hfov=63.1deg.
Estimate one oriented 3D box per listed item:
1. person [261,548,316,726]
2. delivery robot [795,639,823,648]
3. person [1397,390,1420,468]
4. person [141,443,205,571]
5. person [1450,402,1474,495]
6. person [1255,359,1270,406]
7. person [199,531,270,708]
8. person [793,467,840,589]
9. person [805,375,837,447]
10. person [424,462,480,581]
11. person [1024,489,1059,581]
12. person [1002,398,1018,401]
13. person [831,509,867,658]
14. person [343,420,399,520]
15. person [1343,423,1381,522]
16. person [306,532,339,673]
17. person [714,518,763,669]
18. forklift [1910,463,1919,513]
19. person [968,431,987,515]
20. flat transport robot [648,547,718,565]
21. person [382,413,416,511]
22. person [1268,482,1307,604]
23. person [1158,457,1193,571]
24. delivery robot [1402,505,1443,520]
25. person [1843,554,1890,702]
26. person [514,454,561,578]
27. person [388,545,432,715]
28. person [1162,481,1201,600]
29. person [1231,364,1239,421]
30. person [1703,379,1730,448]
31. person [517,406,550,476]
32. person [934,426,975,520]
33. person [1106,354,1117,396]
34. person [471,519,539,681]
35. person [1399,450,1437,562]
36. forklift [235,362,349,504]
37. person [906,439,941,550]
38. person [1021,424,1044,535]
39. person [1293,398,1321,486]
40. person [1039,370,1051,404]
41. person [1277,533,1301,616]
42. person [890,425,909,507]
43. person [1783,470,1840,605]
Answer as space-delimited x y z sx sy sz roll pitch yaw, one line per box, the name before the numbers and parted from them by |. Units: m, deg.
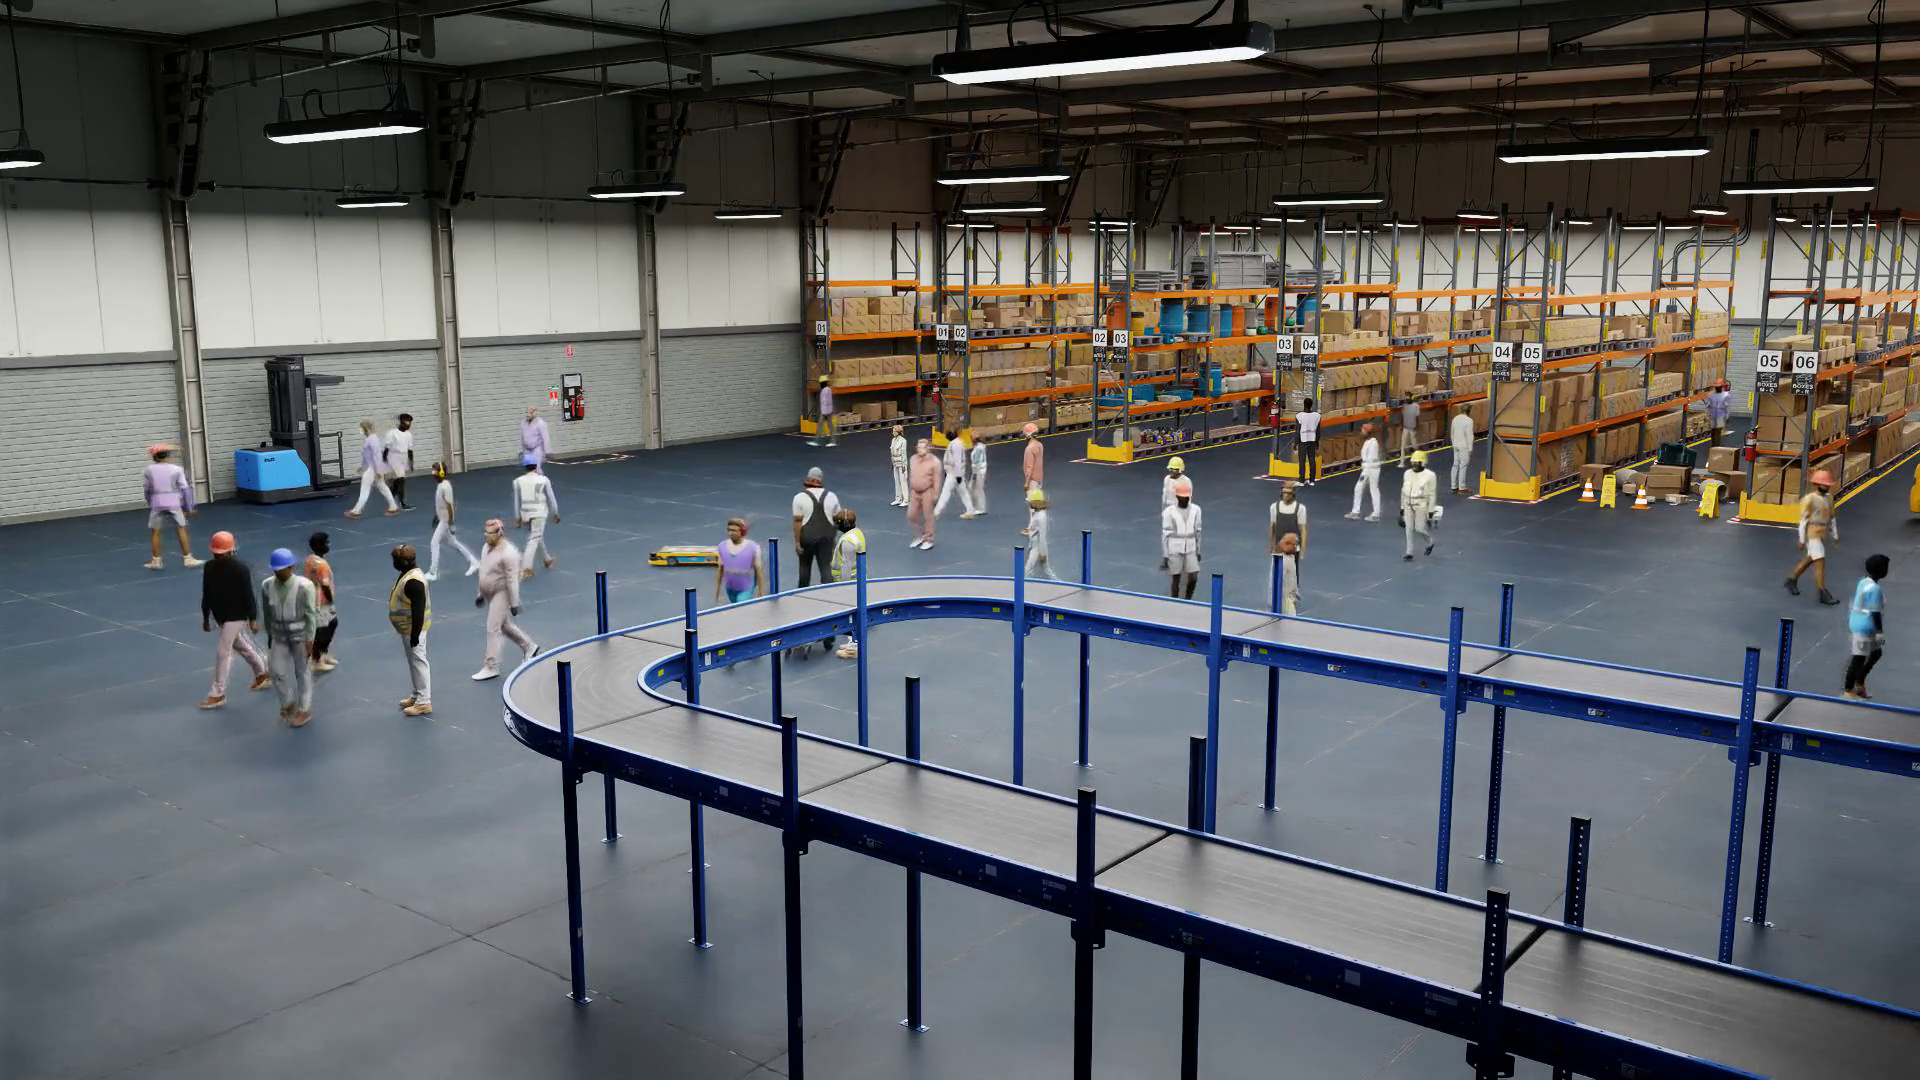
person | -7.001 1.014 16.352 0.605 1.923 0.466 0 10 2
delivery robot | -1.916 1.103 19.550 0.477 0.478 0.707 3 11 18
person | 10.721 -2.643 37.154 0.521 1.848 0.824 9 14 42
person | -12.547 -0.540 24.906 0.874 2.004 0.420 -4 11 -21
person | 10.569 -1.932 32.889 0.354 1.936 0.635 -3 11 -18
person | 10.250 -5.318 52.902 0.514 1.597 0.822 8 13 37
person | -8.082 0.821 17.425 0.628 1.937 1.038 5 11 27
person | -2.036 -0.036 22.046 0.710 2.000 1.017 -4 11 -20
person | -3.651 -3.395 41.240 0.904 1.886 0.620 2 10 12
person | -7.889 -0.315 24.102 0.937 1.833 0.520 -4 11 -21
person | 1.140 0.119 21.998 0.892 1.699 0.499 -1 10 -4
person | 1.400 -4.372 46.674 0.654 1.927 1.036 1 10 8
person | -1.377 0.524 19.373 0.430 1.836 0.618 1 10 8
person | -11.240 -1.348 29.820 1.021 1.874 0.616 -4 11 -23
person | 7.569 -1.265 29.351 0.809 1.854 0.571 -1 10 -3
person | -7.544 0.732 18.589 0.475 1.677 0.557 -7 12 -33
person | -2.679 0.616 18.951 0.580 1.791 0.993 5 11 25
forklift | 19.034 -1.348 28.998 2.313 2.155 1.214 8 13 37
person | 0.331 -1.298 30.200 0.410 1.623 0.520 -1 10 -6
flat transport robot | -4.294 0.246 25.435 1.431 0.197 0.652 0 10 1
person | -10.931 -1.515 30.606 0.783 1.909 0.693 3 11 16
person | 4.630 0.058 22.083 0.545 1.805 0.959 4 11 20
person | 3.391 -0.411 24.652 0.403 1.829 0.596 -6 12 -32
delivery robot | 8.476 -0.515 28.656 0.707 0.478 0.477 -2 10 -11
person | 9.993 0.988 17.183 0.467 1.685 0.548 4 11 23
person | -6.615 -0.388 24.359 0.613 1.886 1.060 4 11 20
person | -5.937 0.958 16.905 0.429 1.837 0.633 -5 11 -25
person | 3.020 0.149 21.216 0.580 1.917 0.536 -2 10 -11
person | 8.435 -4.527 47.977 0.572 1.748 0.578 8 13 39
person | 19.239 -3.144 39.825 0.567 1.890 0.958 8 13 37
person | -8.912 -1.873 32.708 0.687 1.887 0.426 6 11 29
person | -0.163 -1.275 29.610 0.996 1.785 0.651 0 10 2
person | 5.029 -5.245 51.824 0.590 1.833 0.404 8 13 37
person | -5.398 0.659 18.467 0.893 1.878 0.640 -8 13 -39
person | 7.479 -0.563 25.530 0.512 1.818 0.595 -8 13 -38
forklift | -13.803 -2.244 32.110 1.129 2.768 1.873 8 13 37
person | -0.650 -0.765 26.441 0.679 1.887 0.542 7 12 33
person | 1.291 -1.092 28.028 0.401 1.984 0.612 5 11 24
person | 7.565 -2.137 34.093 0.600 1.917 0.376 -2 10 -13
person | 2.574 -4.349 47.251 0.529 1.671 0.785 5 11 26
person | 3.901 0.683 19.119 0.763 1.601 0.502 3 11 18
person | -1.209 -1.483 31.234 0.318 1.631 0.514 -6 12 -31
person | 12.328 -0.080 22.578 0.543 1.903 0.963 -5 11 -27
